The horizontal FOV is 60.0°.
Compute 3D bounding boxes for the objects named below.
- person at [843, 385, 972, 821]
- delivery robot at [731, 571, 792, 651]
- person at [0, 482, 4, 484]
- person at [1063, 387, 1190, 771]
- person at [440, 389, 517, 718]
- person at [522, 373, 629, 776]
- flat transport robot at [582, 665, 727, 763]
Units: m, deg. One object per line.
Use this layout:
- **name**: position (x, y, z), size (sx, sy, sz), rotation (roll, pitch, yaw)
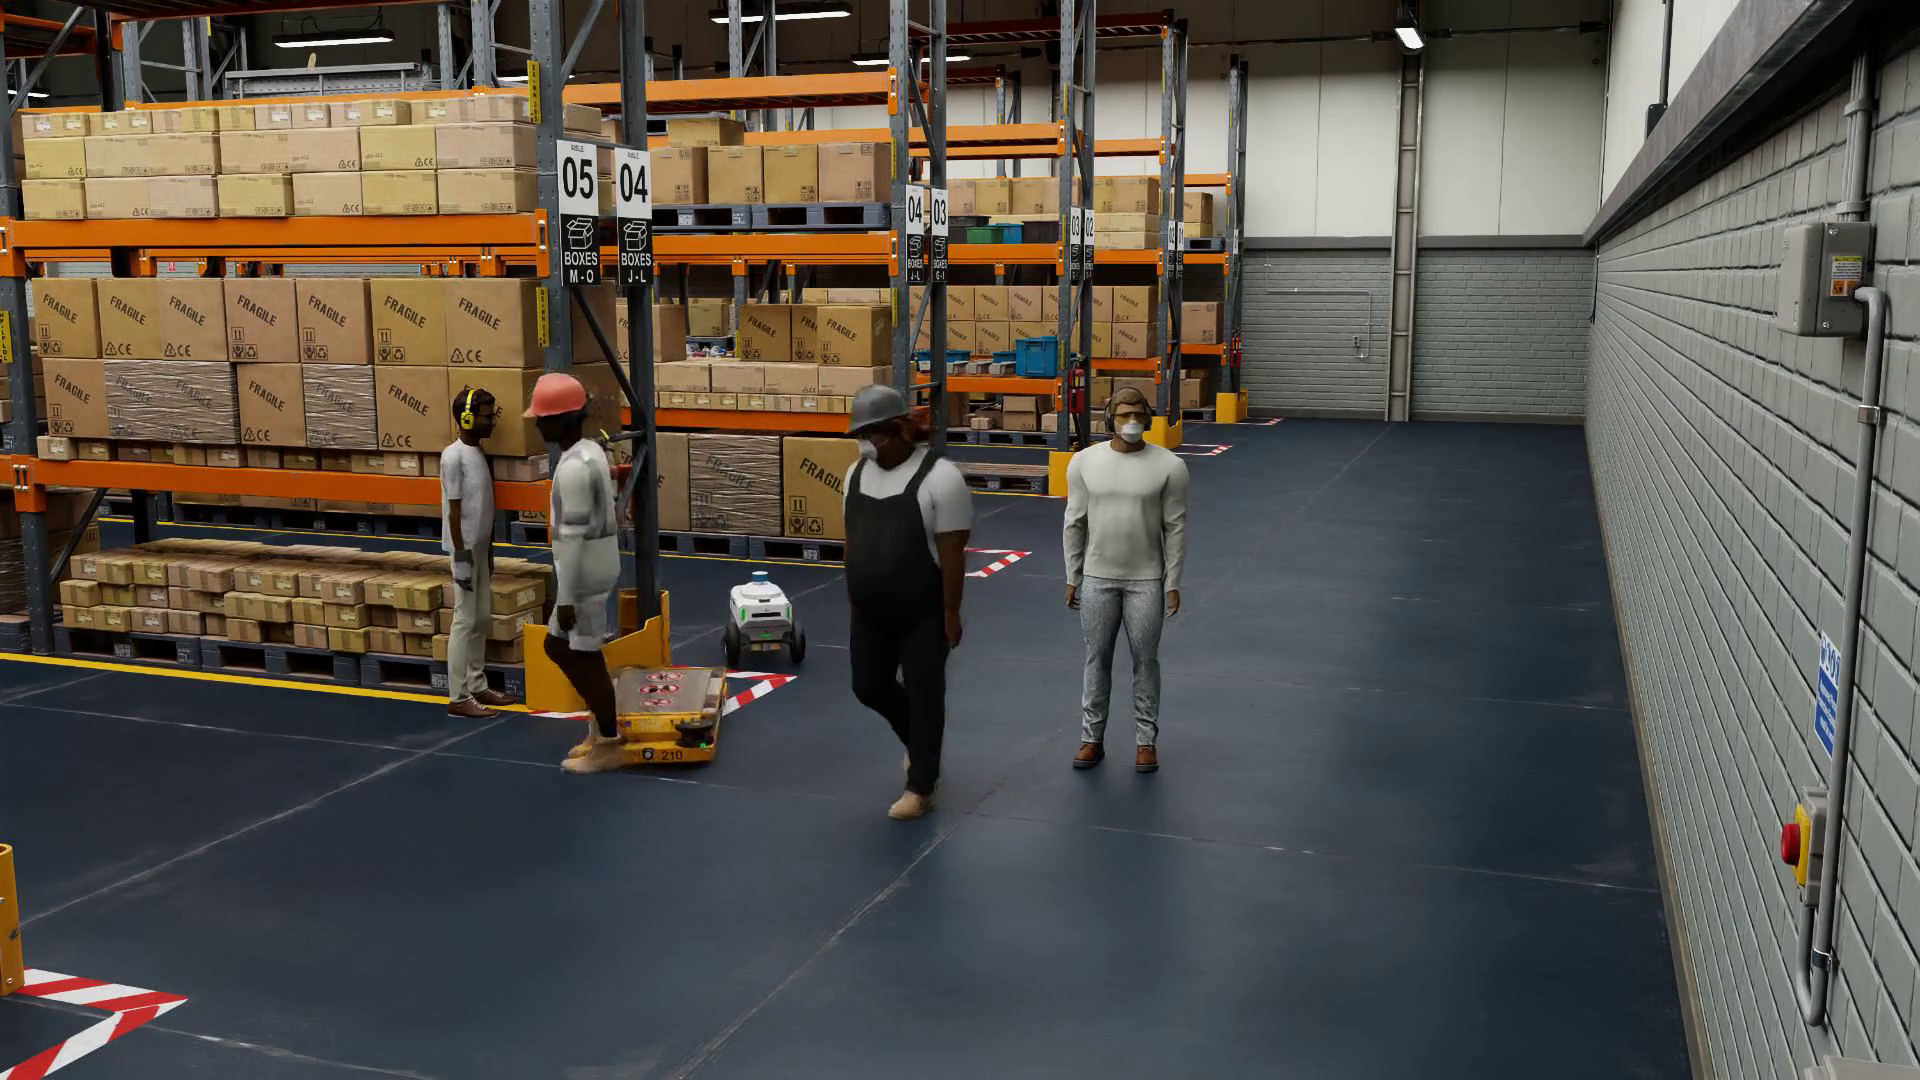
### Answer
- **person**: position (-0.253, 0.250, 7.758), size (0.700, 2.000, 0.667), rotation (5, 10, 28)
- **delivery robot**: position (-1.299, 0.449, 10.850), size (0.477, 0.478, 0.707), rotation (-2, 9, -12)
- **person**: position (-8.386, -0.805, 14.585), size (0.882, 1.967, 0.637), rotation (7, 11, 37)
- **person**: position (0.827, 0.200, 8.390), size (0.630, 1.940, 0.372), rotation (2, 9, 13)
- **person**: position (-2.755, 0.076, 9.424), size (0.326, 1.860, 0.514), rotation (1, 9, 4)
- **person**: position (-1.891, 0.185, 8.208), size (0.449, 2.021, 0.628), rotation (-1, 9, -8)
- **flat transport robot**: position (-1.634, 0.923, 9.064), size (0.652, 0.197, 1.431), rotation (-1, 9, -5)
